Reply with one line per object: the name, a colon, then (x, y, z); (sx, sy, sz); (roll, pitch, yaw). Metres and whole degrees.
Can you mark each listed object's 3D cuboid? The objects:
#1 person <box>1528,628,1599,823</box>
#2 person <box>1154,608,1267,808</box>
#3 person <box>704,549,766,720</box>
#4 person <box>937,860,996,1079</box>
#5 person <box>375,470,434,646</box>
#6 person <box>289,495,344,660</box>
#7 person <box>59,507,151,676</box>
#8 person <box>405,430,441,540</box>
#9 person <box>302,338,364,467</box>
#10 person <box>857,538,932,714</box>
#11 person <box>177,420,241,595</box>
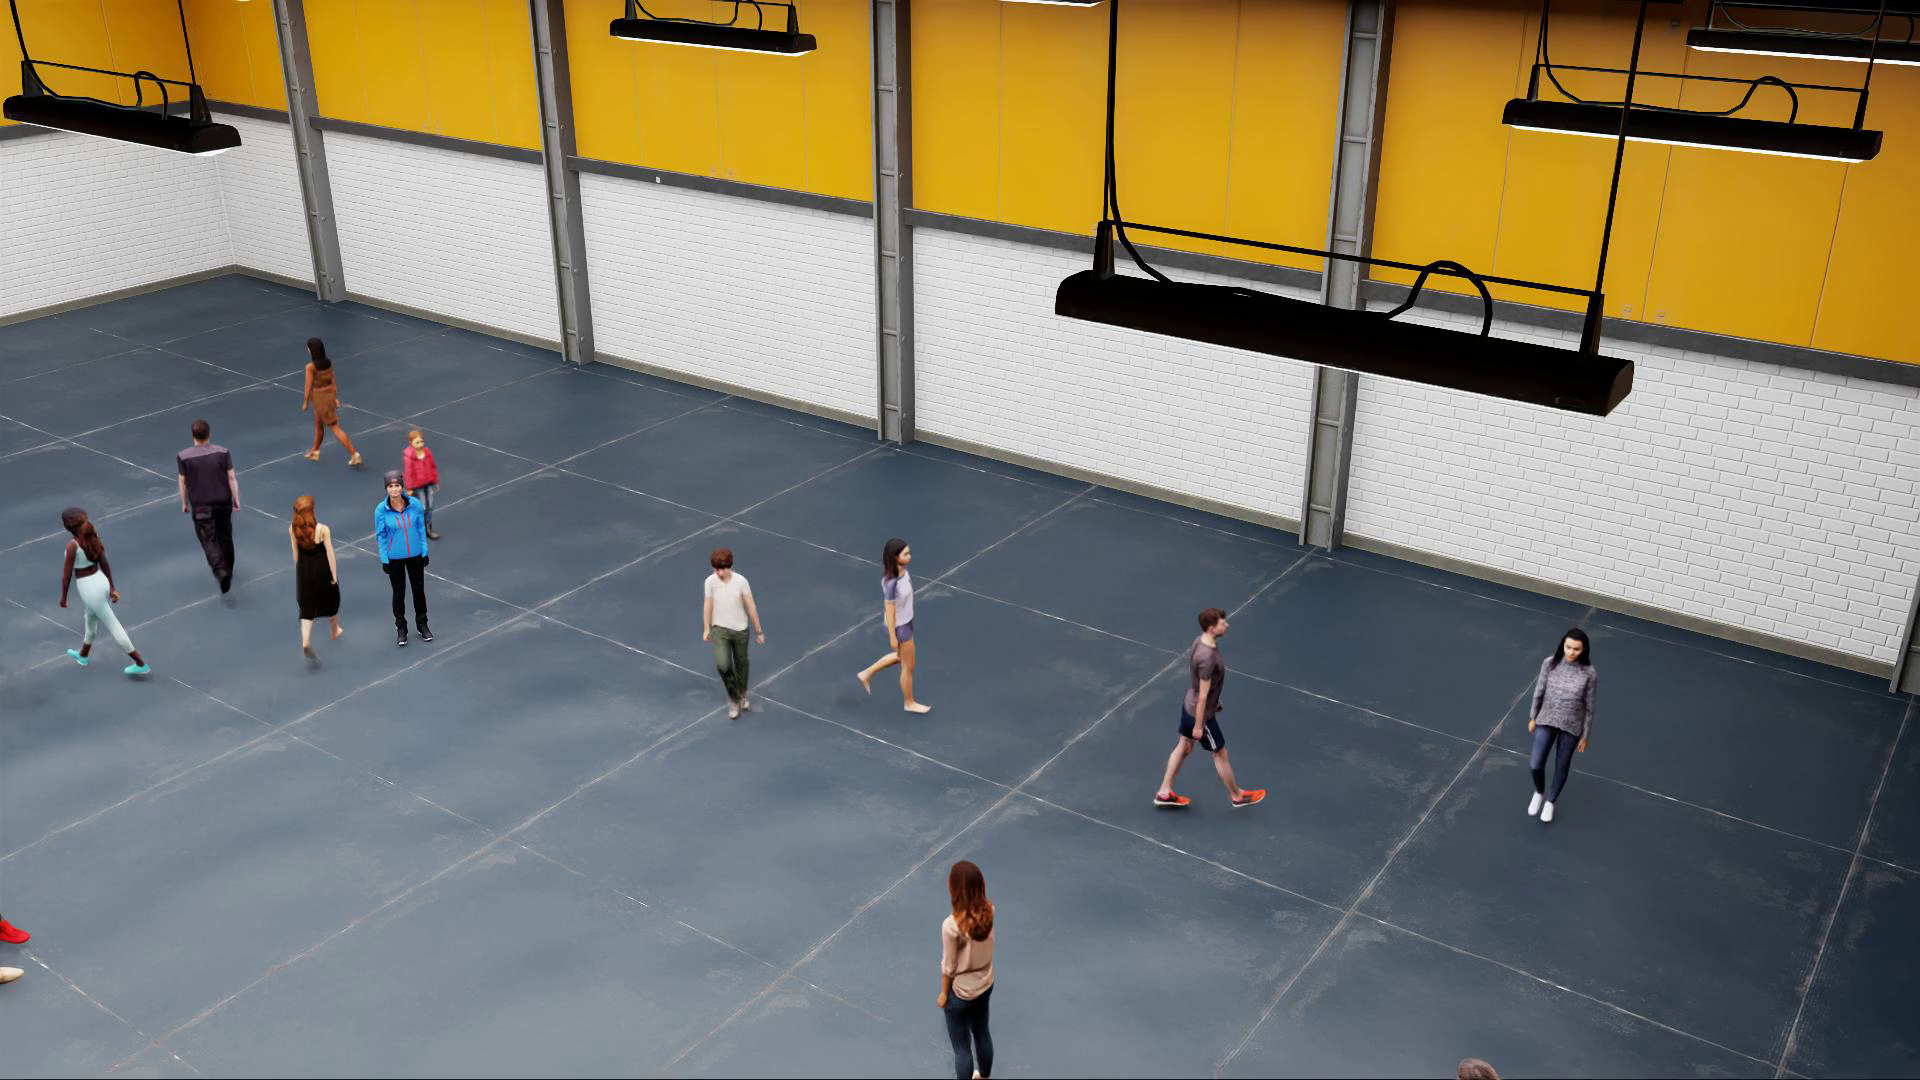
person: (4.865, 1.454, 13.426); (0.579, 1.724, 0.736); (11, 26, 24)
person: (1.863, 1.398, 13.451); (1.245, 1.807, 1.082); (0, 24, 1)
person: (-2.084, 0.792, 15.054); (0.870, 1.633, 0.936); (-4, 24, -9)
person: (0.058, 2.767, 10.338); (0.623, 1.792, 0.578); (-21, 31, -39)
person: (-5.439, 0.162, 16.290); (0.696, 1.797, 0.699); (-11, 26, -23)
person: (-6.267, 0.371, 16.067); (1.017, 1.593, 1.028); (-2, 24, -4)
person: (-8.029, 0.542, 15.583); (1.229, 1.667, 0.871); (6, 24, 13)
person: (-6.093, -0.638, 18.732); (0.587, 1.307, 0.526); (20, 30, 38)
person: (-7.820, -1.657, 20.645); (1.160, 1.641, 0.833); (6, 24, 13)
person: (-0.619, 0.773, 14.994); (1.019, 1.716, 0.822); (5, 24, 12)
person: (-7.815, -0.329, 17.384); (0.983, 1.821, 1.228); (-15, 27, -30)
